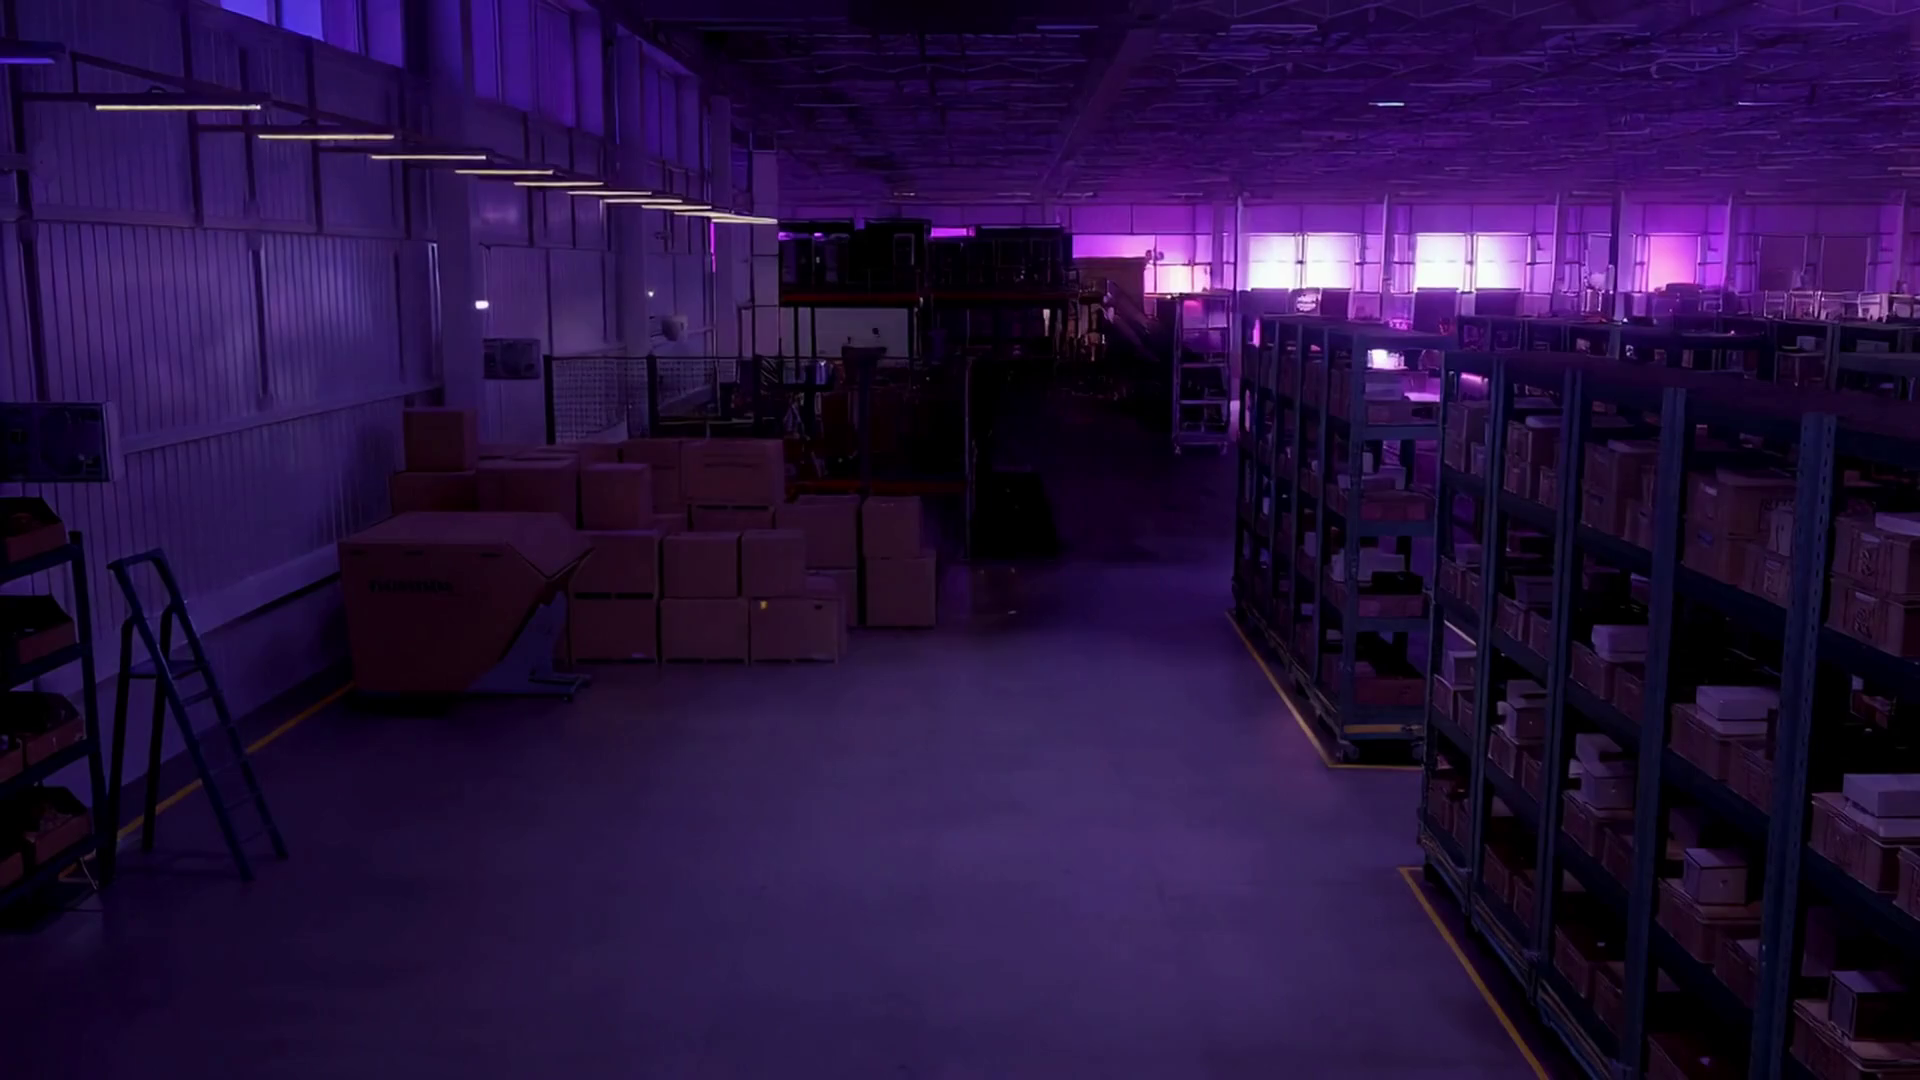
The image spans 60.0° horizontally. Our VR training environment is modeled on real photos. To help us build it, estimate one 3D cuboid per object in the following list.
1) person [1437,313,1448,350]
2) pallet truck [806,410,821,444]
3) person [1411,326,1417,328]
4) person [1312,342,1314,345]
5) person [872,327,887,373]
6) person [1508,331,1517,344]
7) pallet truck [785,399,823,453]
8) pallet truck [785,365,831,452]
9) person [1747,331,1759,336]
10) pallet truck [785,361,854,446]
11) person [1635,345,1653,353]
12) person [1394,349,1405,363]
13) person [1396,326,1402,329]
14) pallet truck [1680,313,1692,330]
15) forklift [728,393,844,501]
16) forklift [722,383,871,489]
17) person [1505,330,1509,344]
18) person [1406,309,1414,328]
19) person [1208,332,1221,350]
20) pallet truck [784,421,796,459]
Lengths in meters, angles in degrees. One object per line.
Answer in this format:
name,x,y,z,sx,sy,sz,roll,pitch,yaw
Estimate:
person,24.986,-10.810,86.236,0.624,1.902,0.761,-5,10,-27
pallet truck,-3.559,-2.018,33.905,1.522,1.261,0.704,0,9,-1
person,18.461,-7.766,67.630,0.400,1.854,0.506,-1,9,-4
person,17.435,-10.363,83.455,0.867,1.905,0.648,4,10,22
person,-3.272,-7.522,66.081,0.595,1.869,0.597,2,9,13
person,25.881,-9.406,77.887,0.785,1.818,0.635,-4,10,-21
pallet truck,-3.814,-2.432,36.419,1.630,1.274,0.653,0,9,1
pallet truck,-3.774,-2.976,37.635,1.885,1.965,0.823,1,9,5
person,39.431,-10.140,82.644,0.536,1.724,0.871,-1,9,-5
pallet truck,-3.410,-3.193,38.978,1.885,1.965,0.823,0,9,-1
person,24.418,-6.526,59.406,0.681,2.000,0.536,0,9,1
person,13.584,-5.080,51.331,0.325,1.767,0.532,-3,10,-15
person,16.341,-6.945,61.982,0.397,2.043,0.609,1,9,6
pallet truck,36.315,-10.531,84.244,0.823,1.965,1.885,-6,11,-33
forklift,-2.979,-1.316,26.476,2.680,1.987,1.157,0,9,1
forklift,-2.893,-1.687,28.729,2.680,1.987,1.157,0,9,-1
person,26.128,-9.639,78.930,1.048,1.937,0.613,-9,13,-44
person,25.637,-12.208,94.834,0.394,1.921,0.584,8,12,41
person,11.482,-8.922,75.015,0.609,1.791,0.988,-1,9,-6
pallet truck,-4.013,-1.793,32.705,1.601,1.201,0.680,0,9,1
